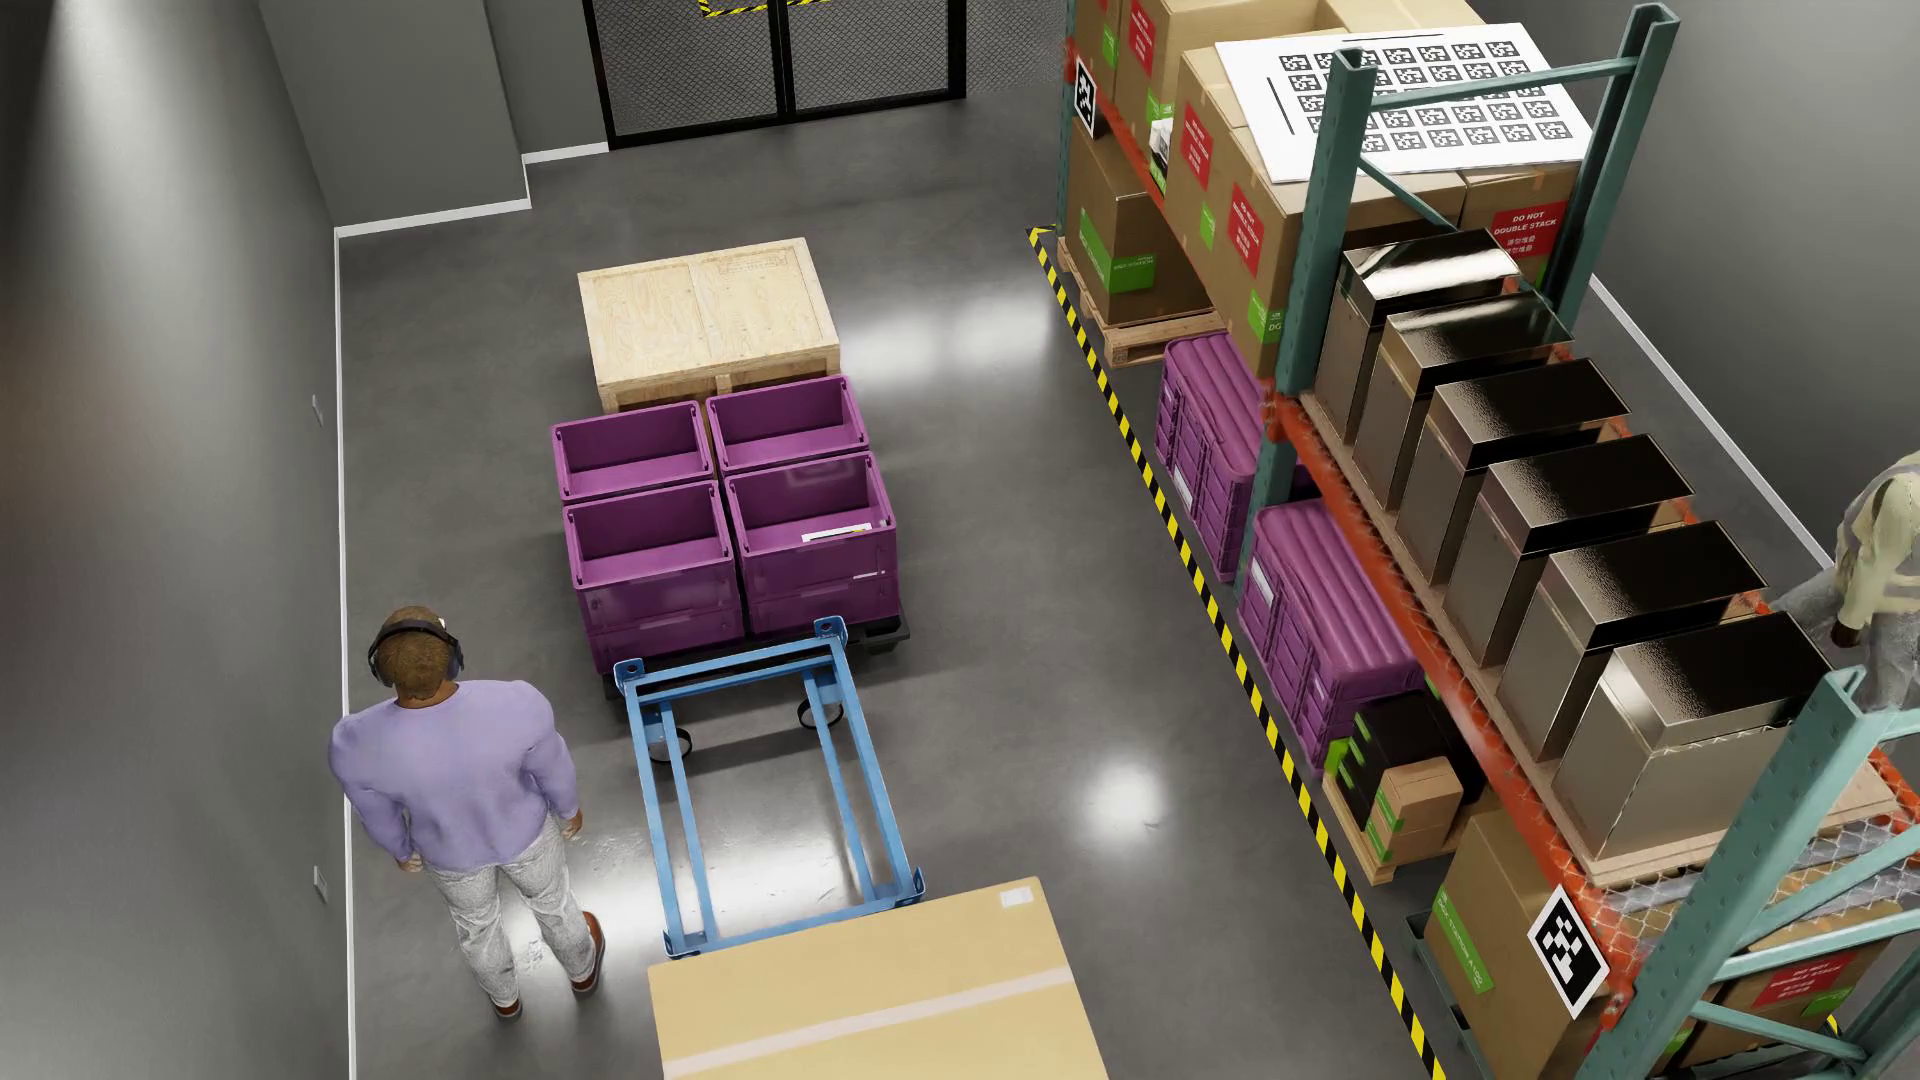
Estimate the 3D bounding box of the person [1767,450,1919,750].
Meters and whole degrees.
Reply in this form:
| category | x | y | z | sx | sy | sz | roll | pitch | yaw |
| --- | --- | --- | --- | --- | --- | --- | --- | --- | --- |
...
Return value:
| category | x | y | z | sx | sy | sz | roll | pitch | yaw |
| --- | --- | --- | --- | --- | --- | --- | --- | --- | --- |
| person | 3.260 | 0.033 | 5.963 | 0.608 | 1.775 | 0.928 | -19 | 50 | -16 |

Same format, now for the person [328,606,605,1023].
| category | x | y | z | sx | sy | sz | roll | pitch | yaw |
| --- | --- | --- | --- | --- | --- | --- | --- | --- | --- |
| person | -1.461 | 0.874 | 5.084 | 0.631 | 1.940 | 0.372 | -13 | 49 | -12 |
